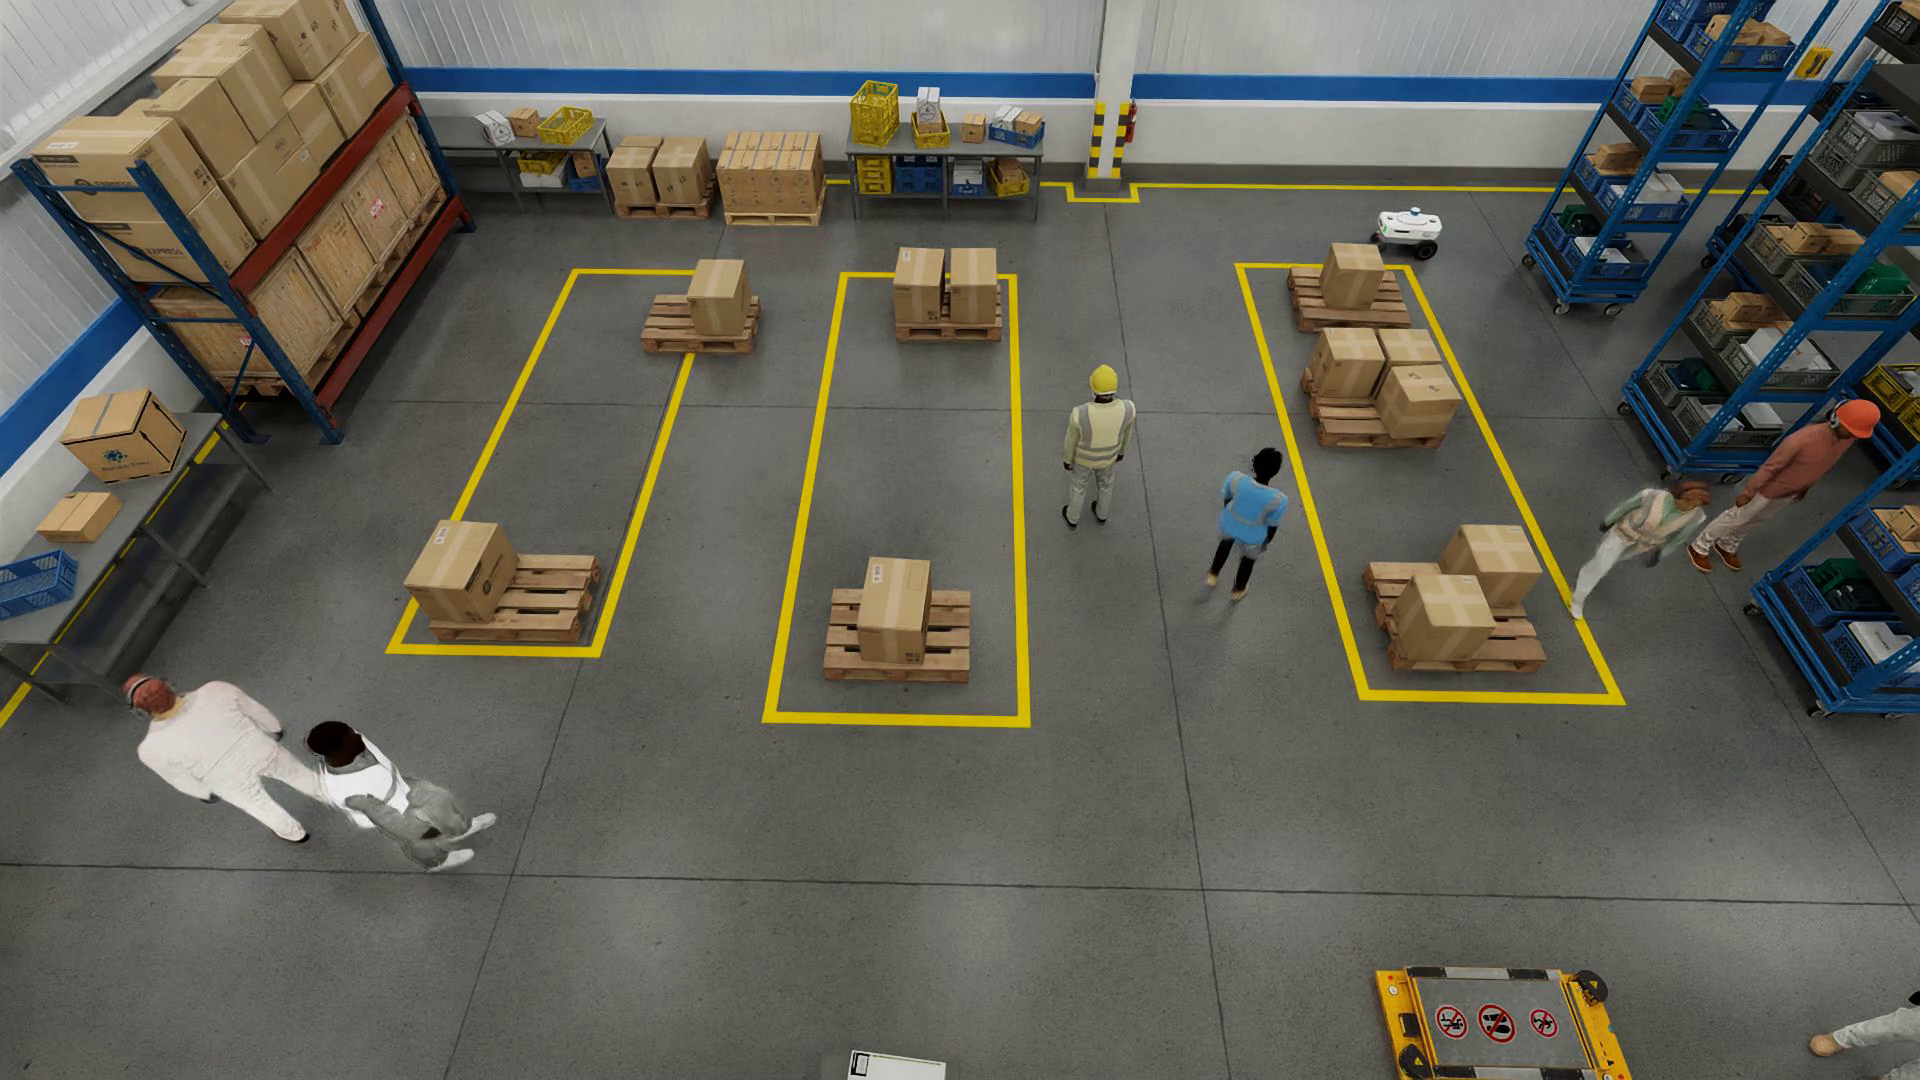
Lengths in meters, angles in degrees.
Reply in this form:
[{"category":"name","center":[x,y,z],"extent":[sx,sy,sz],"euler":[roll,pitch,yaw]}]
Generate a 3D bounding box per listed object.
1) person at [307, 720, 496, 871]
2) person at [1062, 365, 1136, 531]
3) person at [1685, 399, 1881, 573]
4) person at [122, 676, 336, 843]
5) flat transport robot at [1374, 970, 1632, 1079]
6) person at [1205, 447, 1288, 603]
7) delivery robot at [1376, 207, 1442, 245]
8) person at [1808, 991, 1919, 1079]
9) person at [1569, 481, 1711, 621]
[{"category":"person","center":[-3.656,1.696,6.040],"extent":[0.571,1.909,0.602],"euler":[-20,54,-16]},{"category":"person","center":[1.197,-0.788,8.117],"extent":[0.596,1.823,0.403],"euler":[-9,51,-7]},{"category":"person","center":[6.912,-0.439,7.735],"extent":[0.619,1.981,0.408],"euler":[-9,51,-7]},{"category":"person","center":[-4.933,1.478,6.224],"extent":[0.397,1.900,0.654],"euler":[18,53,14]},{"category":"flat transport robot","center":[3.501,3.133,5.914],"extent":[1.431,0.197,0.652],"euler":[1,51,1]},{"category":"person","center":[2.372,-0.108,7.647],"extent":[0.549,1.683,0.396],"euler":[28,56,21]},{"category":"delivery robot","center":[5.575,-3.895,11.398],"extent":[0.707,0.478,0.477],"euler":[5,50,4]},{"category":"person","center":[5.740,2.820,5.165],"extent":[0.429,1.841,0.625],"euler":[-20,54,-16]},{"category":"person","center":[5.586,0.040,7.584],"extent":[0.513,1.585,0.756],"euler":[18,53,14]}]
